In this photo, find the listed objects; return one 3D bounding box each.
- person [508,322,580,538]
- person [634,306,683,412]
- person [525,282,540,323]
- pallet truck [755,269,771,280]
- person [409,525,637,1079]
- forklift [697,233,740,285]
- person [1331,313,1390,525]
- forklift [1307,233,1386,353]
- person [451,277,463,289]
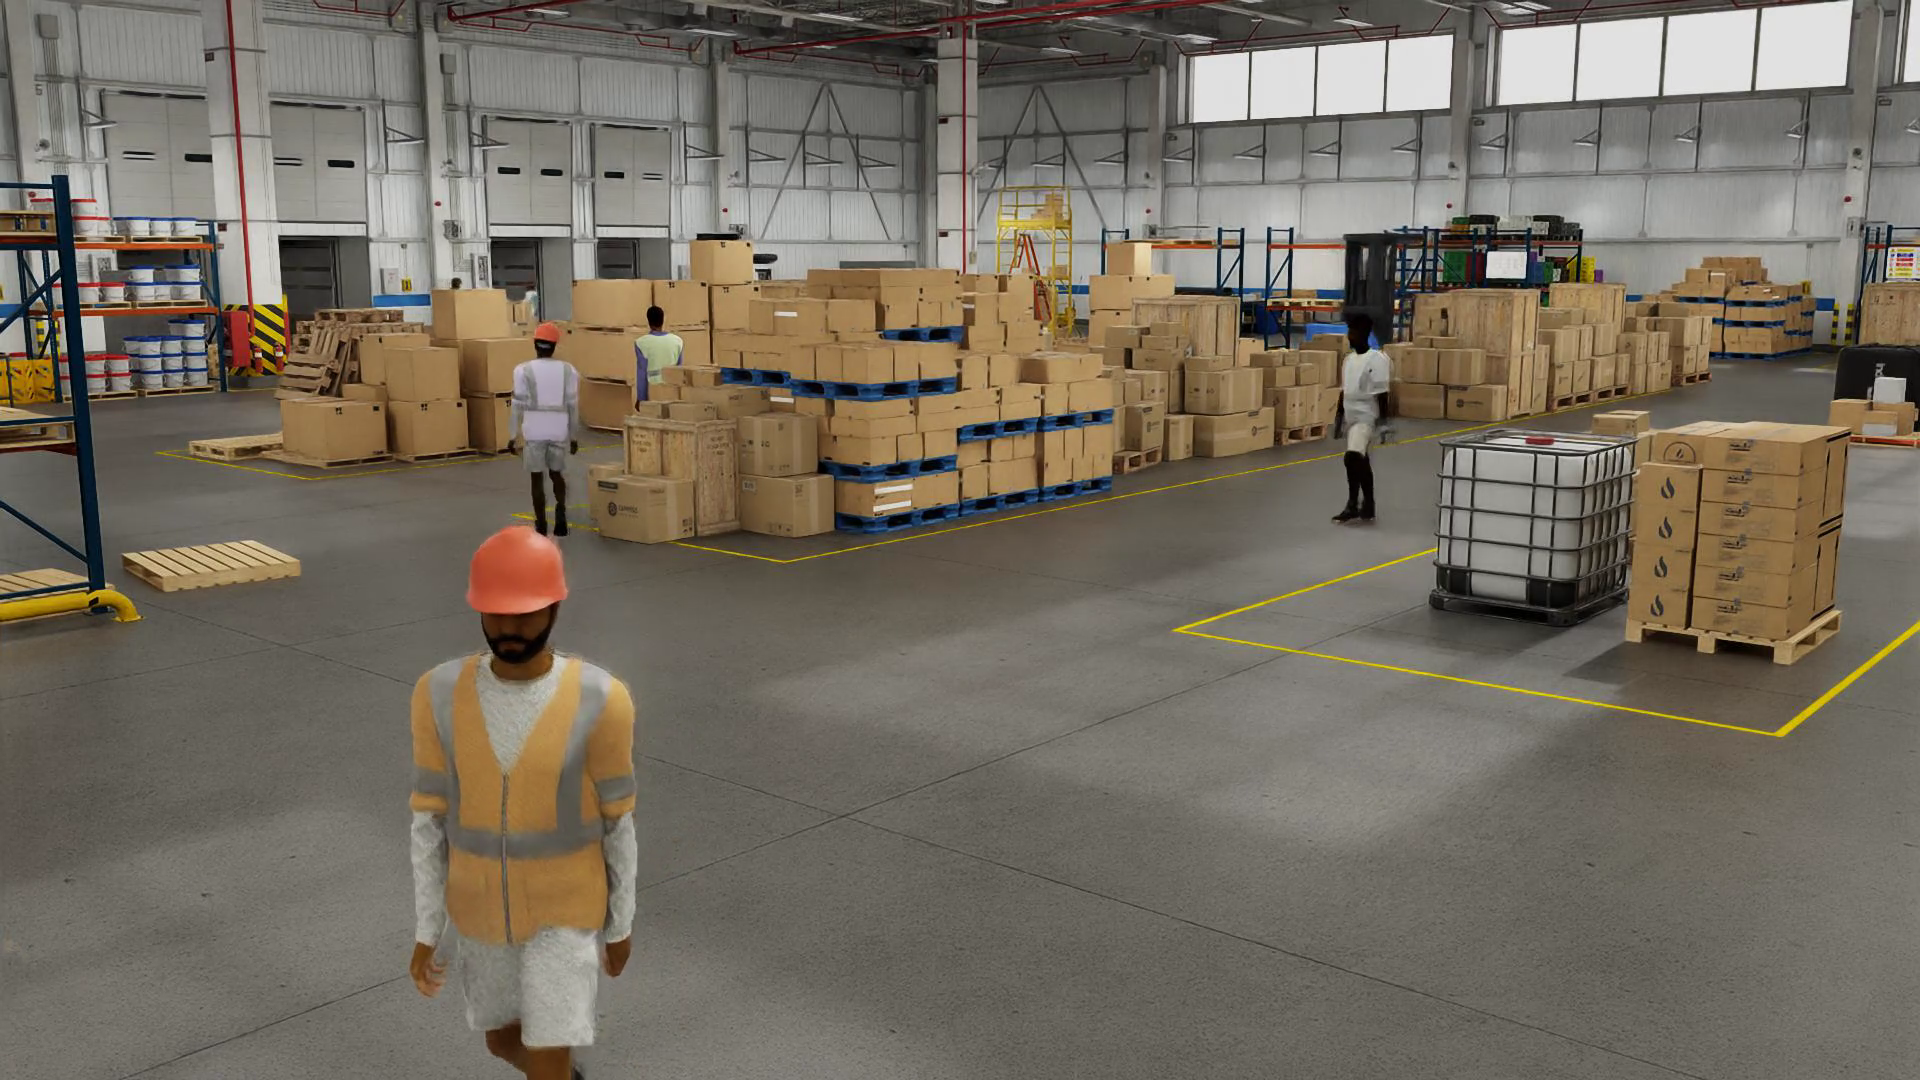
[{"bbox_3d":[-3.598,-0.928,14.421,0.565,1.912,0.439,-7,12,-33],"label":"person"},{"bbox_3d":[-3.281,-1.598,18.233,0.597,1.915,0.369,-9,13,-41],"label":"person"},{"bbox_3d":[-11.797,-6.292,45.800,0.517,1.625,0.397,8,13,39],"label":"person"},{"bbox_3d":[-4.996,-6.432,45.525,1.885,1.965,0.823,-6,12,-32],"label":"pallet truck"},{"bbox_3d":[-1.061,0.877,4.184,0.538,1.911,0.921,1,10,3],"label":"person"},{"bbox_3d":[-4.672,-4.559,32.351,1.873,2.768,1.129,6,11,29],"label":"forklift"},{"bbox_3d":[3.612,-1.104,15.325,0.691,1.943,0.645,-3,10,-17],"label":"person"},{"bbox_3d":[7.827,-4.572,32.423,1.873,2.768,1.129,-4,11,-22],"label":"forklift"},{"bbox_3d":[-10.817,-4.685,35.771,0.431,1.926,0.626,0,10,3],"label":"person"}]
